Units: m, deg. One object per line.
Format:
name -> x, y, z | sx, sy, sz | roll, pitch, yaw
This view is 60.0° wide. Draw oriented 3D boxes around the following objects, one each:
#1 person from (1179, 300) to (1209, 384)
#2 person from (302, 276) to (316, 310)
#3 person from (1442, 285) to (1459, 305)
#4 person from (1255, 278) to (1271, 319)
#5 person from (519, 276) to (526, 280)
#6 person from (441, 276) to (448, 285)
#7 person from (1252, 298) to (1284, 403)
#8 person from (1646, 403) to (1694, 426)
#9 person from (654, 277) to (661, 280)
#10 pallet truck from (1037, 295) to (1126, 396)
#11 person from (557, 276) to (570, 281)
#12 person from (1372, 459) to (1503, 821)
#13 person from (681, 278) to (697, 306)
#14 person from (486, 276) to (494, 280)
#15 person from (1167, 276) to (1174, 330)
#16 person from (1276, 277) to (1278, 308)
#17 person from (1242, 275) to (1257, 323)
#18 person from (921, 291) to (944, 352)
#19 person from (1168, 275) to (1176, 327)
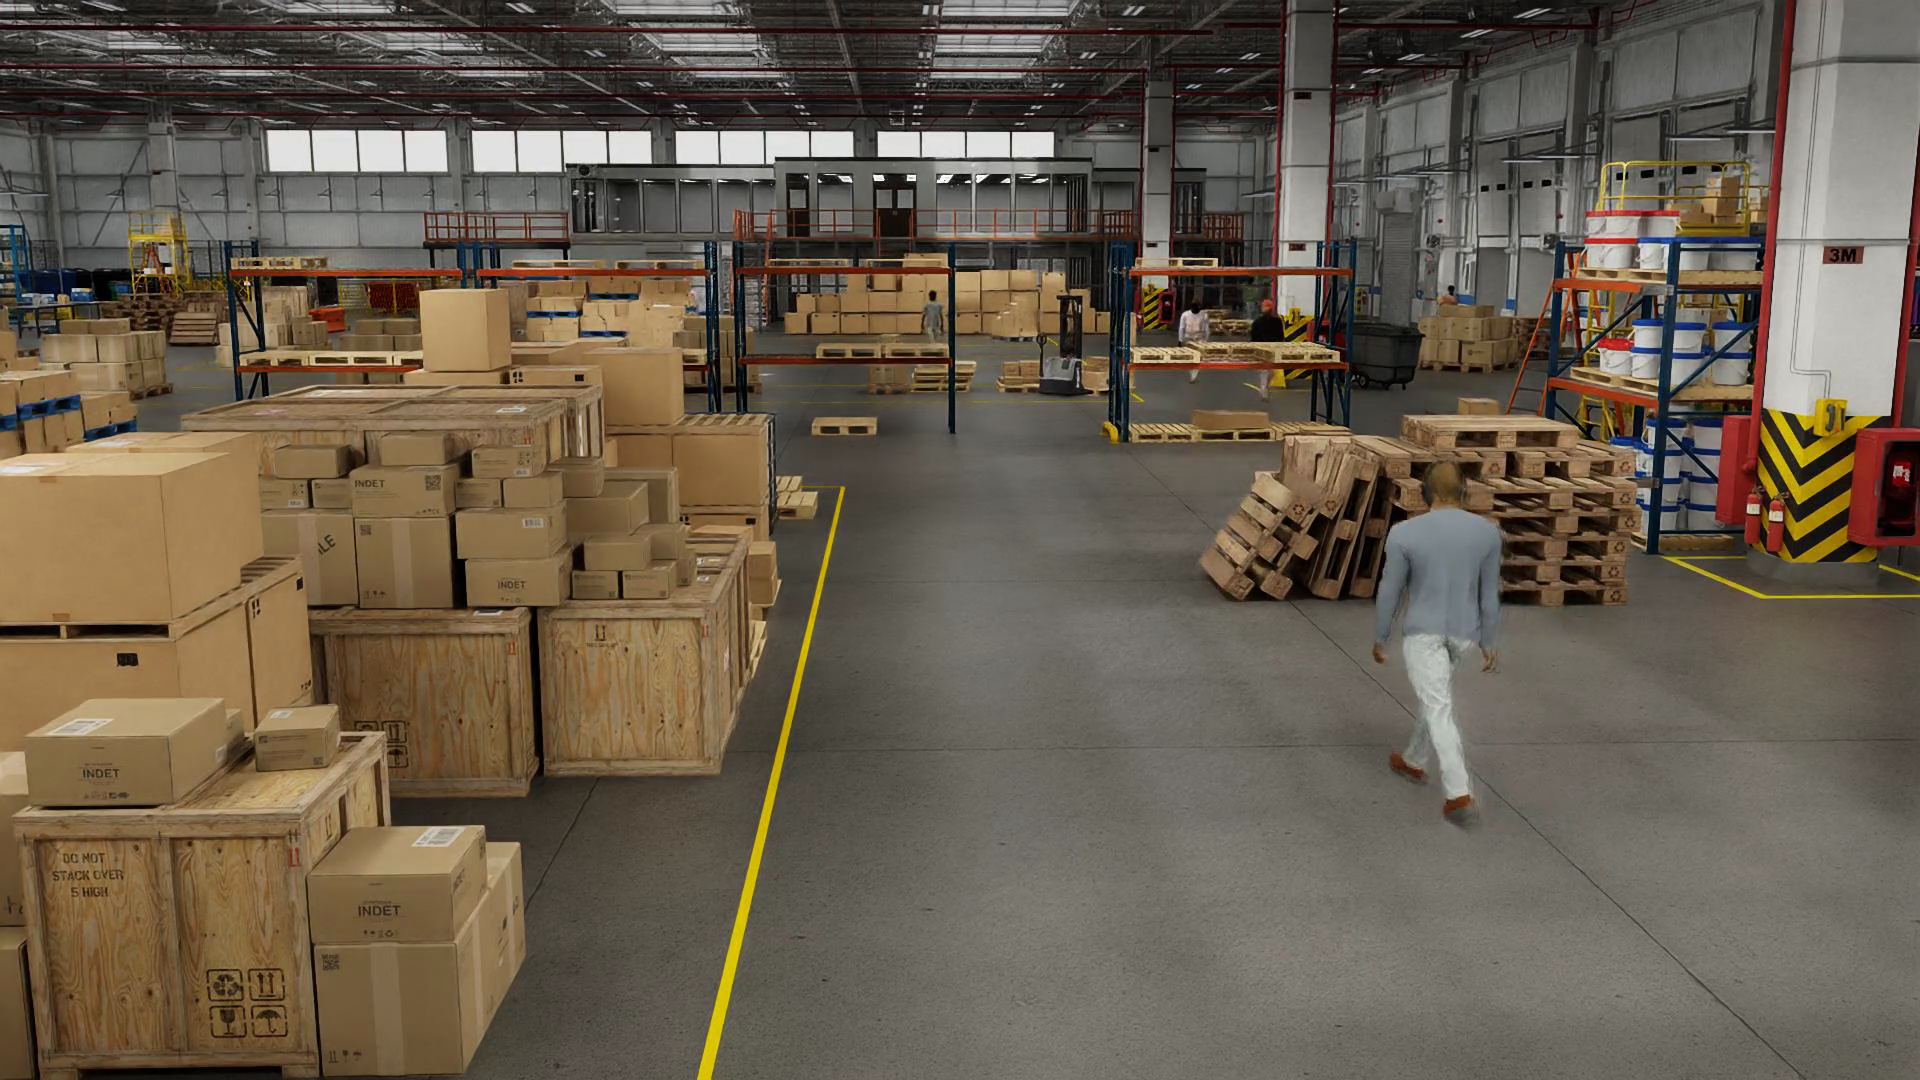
person -> 5.056, -4.290, 35.916 | 0.618, 1.805, 0.961 | 4, 11, 20
person -> -25.387, -9.498, 65.053 | 0.544, 1.746, 0.652 | 3, 11, 16
person -> 15.447, -7.199, 52.454 | 0.538, 1.674, 0.727 | -1, 10, -8
person -> 11.142, -8.709, 60.753 | 0.539, 1.728, 0.925 | -10, 14, -43
person -> -14.980, -8.159, 57.056 | 0.552, 1.937, 0.356 | -2, 10, -9
person -> -23.056, -11.203, 74.287 | 0.372, 1.888, 0.607 | -3, 11, -15
person -> 5.811, -3.594, 31.524 | 0.626, 1.973, 0.625 | -1, 10, -8
person -> 9.092, -1.653, 21.087 | 0.574, 1.843, 0.974 | -8, 13, -38
person -> -9.473, -7.251, 52.012 | 0.371, 1.935, 0.627 | -9, 13, -40
pallet truck -> 2.483, -3.881, 33.060 | 1.885, 1.965, 0.823 | -7, 13, -36
person -> -17.493, -11.069, 73.448 | 0.599, 1.876, 0.978 | -1, 10, -7
person -> 2.573, 0.513, 8.923 | 0.642, 1.889, 1.065 | -2, 10, -9
person -> -7.935, -6.629, 48.419 | 0.602, 1.978, 0.927 | 5, 11, 27
person -> -16.661, -8.598, 59.219 | 0.690, 2.000, 1.042 | 3, 11, 18
person -> 6.871, -8.079, 56.696 | 0.846, 1.915, 0.549 | 1, 10, 3
person -> 12.916, -9.979, 67.202 | 0.621, 1.928, 0.444 | 3, 11, 16
person -> 10.422, -8.630, 60.014 | 0.643, 1.821, 0.667 | -8, 13, -37
person -> -0.690, -5.274, 41.326 | 0.538, 1.827, 0.967 | -3, 11, -19
person -> 7.529, -8.611, 59.422 | 0.390, 1.990, 0.623 | 1, 10, 7
